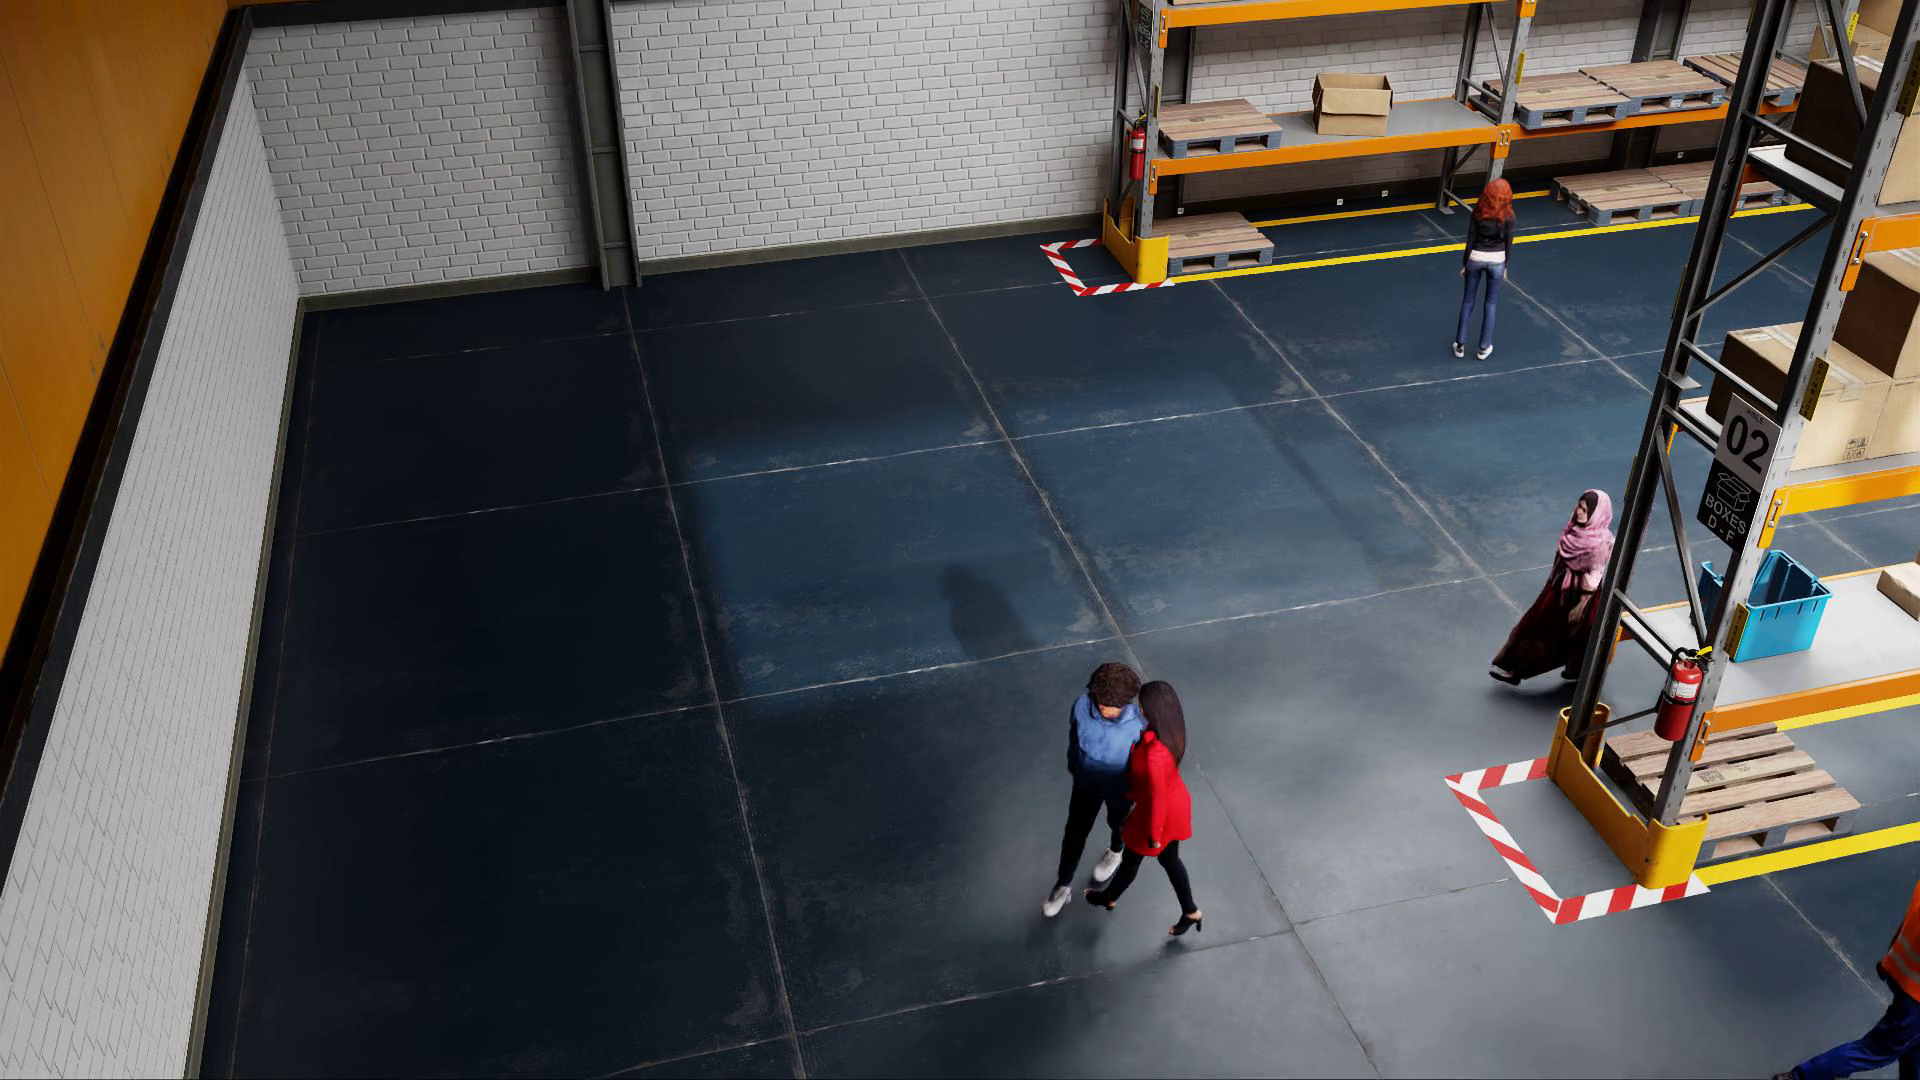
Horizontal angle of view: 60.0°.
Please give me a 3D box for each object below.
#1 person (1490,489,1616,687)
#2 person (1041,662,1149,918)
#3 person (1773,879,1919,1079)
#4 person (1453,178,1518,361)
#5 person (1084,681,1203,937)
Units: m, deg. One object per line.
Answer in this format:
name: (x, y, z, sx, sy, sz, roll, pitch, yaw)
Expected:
person: (4.267, 0.348, 11.382, 1.057, 1.614, 0.649, -9, 35, -13)
person: (0.901, 1.341, 9.748, 1.078, 1.770, 1.141, 21, 39, 29)
person: (4.702, 2.249, 8.308, 1.311, 1.852, 1.018, 5, 34, 8)
person: (4.910, -2.538, 15.569, 0.651, 1.786, 0.732, 12, 36, 18)
person: (1.220, 1.579, 9.456, 1.087, 1.697, 0.966, 7, 34, 10)
